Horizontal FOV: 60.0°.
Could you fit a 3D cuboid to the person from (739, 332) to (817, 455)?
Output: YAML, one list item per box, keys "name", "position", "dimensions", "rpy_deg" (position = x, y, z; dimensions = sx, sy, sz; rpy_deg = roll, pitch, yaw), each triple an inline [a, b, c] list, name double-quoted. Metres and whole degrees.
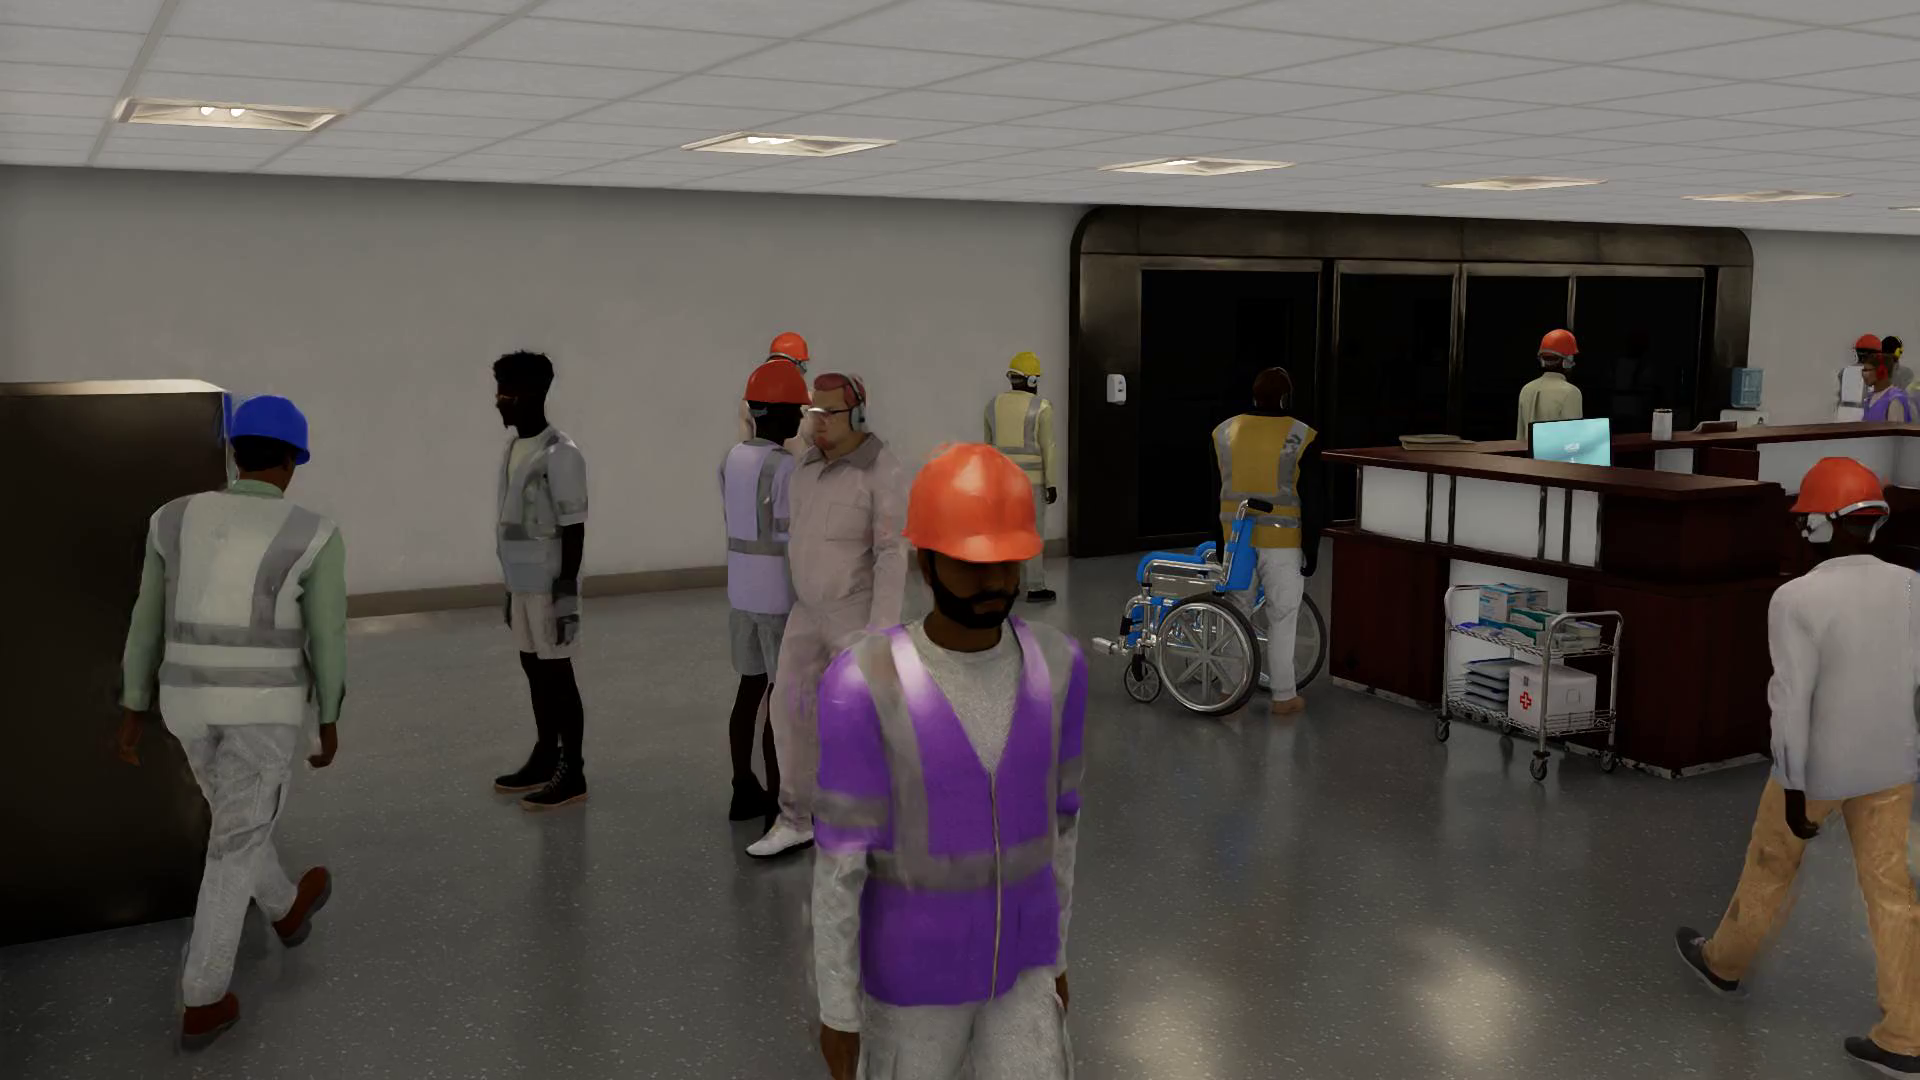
- name: "person"
  position: [-1.051, -0.277, 10.240]
  dimensions: [0.624, 1.992, 0.390]
  rpy_deg: [1, 8, 9]

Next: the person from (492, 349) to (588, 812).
- name: "person"
  position: [-1.807, 0.170, 7.135]
  dimensions: [0.382, 1.959, 0.660]
  rpy_deg: [-6, 10, -37]

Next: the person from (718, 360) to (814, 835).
- name: "person"
  position: [-0.757, 0.233, 6.806]
  dimensions: [0.380, 1.931, 0.545]
  rpy_deg: [-6, 10, -38]

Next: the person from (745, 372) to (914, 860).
- name: "person"
  position: [-0.523, 0.314, 6.337]
  dimensions: [0.663, 1.885, 0.699]
  rpy_deg: [6, 10, 38]

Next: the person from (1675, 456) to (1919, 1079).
- name: "person"
  position: [2.513, 0.612, 4.829]
  dimensions: [0.561, 1.702, 0.902]
  rpy_deg: [-1, 8, -11]

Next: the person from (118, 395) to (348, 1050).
- name: "person"
  position: [-2.167, 0.496, 5.114]
  dimensions: [0.648, 1.863, 1.034]
  rpy_deg: [1, 8, 8]

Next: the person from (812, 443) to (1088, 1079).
- name: "person"
  position: [-0.051, 0.751, 3.159]
  dimensions: [0.555, 1.910, 0.867]
  rpy_deg: [-4, 9, -26]

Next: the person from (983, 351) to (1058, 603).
- name: "person"
  position: [0.461, -0.457, 12.135]
  dimensions: [0.602, 1.830, 0.404]
  rpy_deg: [5, 9, 34]

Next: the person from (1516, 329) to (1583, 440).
- name: "person"
  position: [4.135, -0.467, 11.615]
  dimensions: [0.381, 1.995, 0.612]
  rpy_deg: [-3, 8, -20]

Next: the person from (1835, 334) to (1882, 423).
- name: "person"
  position: [9.378, -1.197, 17.316]
  dimensions: [0.998, 1.881, 0.554]
  rpy_deg: [-4, 9, -28]

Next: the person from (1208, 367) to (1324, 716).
- name: "person"
  position: [1.617, 0.009, 8.770]
  dimensions: [0.628, 1.836, 0.429]
  rpy_deg: [5, 9, 31]
